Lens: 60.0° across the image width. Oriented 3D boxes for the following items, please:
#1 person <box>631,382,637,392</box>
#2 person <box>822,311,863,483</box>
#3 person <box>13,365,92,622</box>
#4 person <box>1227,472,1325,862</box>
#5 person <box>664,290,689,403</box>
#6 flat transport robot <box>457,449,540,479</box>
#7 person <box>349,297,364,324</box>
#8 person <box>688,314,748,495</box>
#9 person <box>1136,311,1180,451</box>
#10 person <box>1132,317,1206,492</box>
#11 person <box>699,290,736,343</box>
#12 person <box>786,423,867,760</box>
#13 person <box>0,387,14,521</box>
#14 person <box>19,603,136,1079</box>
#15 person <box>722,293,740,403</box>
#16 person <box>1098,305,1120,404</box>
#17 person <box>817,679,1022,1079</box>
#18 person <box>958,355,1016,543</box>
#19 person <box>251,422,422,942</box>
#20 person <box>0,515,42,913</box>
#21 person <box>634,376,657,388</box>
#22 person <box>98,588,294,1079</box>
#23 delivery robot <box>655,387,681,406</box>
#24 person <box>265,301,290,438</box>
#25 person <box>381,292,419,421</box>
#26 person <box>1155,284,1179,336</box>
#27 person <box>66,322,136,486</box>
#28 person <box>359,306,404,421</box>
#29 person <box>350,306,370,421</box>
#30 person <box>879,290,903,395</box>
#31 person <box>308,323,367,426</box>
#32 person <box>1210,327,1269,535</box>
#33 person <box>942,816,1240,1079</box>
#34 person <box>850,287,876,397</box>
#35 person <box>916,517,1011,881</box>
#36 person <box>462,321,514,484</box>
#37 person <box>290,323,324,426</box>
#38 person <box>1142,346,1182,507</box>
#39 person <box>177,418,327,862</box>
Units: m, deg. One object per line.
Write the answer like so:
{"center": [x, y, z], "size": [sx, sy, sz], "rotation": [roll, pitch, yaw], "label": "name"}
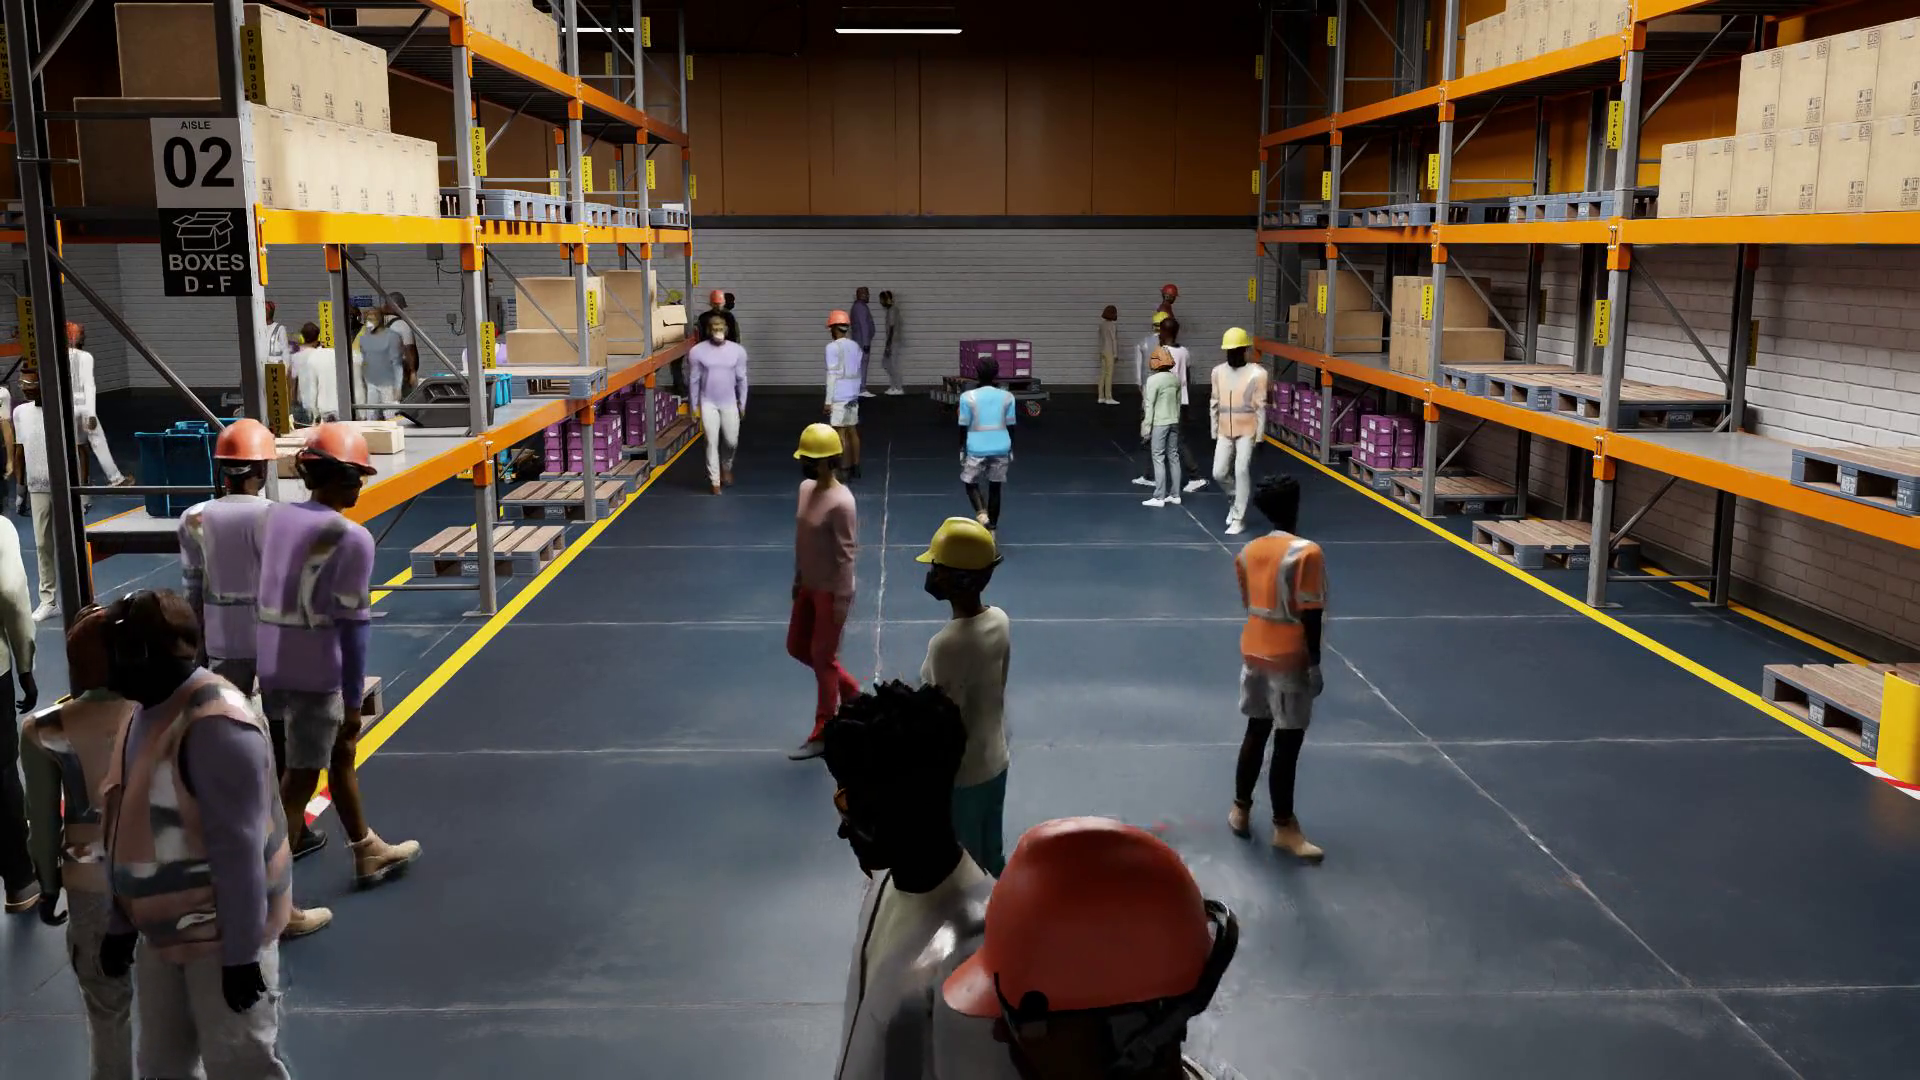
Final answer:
{"center": [-5.350, -2.834, 25.711], "size": [0.654, 1.843, 1.036], "rotation": [6, 12, 32], "label": "person"}
{"center": [-1.309, -1.599, 18.655], "size": [0.456, 1.904, 0.640], "rotation": [7, 12, 34], "label": "person"}
{"center": [-6.401, -0.339, 11.726], "size": [0.533, 1.864, 0.314], "rotation": [0, 10, 1], "label": "person"}
{"center": [1.433, 0.551, 7.329], "size": [0.318, 1.669, 0.632], "rotation": [-5, 11, -24], "label": "person"}
{"center": [-4.775, -3.237, 27.868], "size": [0.740, 1.873, 0.593], "rotation": [5, 12, 28], "label": "person"}
{"center": [-5.333, -0.894, 19.256], "size": [0.652, 0.197, 1.431], "rotation": [-1, 10, -3], "label": "flat transport robot"}
{"center": [-8.799, -2.544, 23.932], "size": [0.617, 1.898, 0.995], "rotation": [-1, 10, -3], "label": "person"}
{"center": [-2.587, -1.449, 17.771], "size": [0.632, 1.925, 0.530], "rotation": [-2, 10, -14], "label": "person"}
{"center": [2.542, -2.046, 21.420], "size": [0.583, 1.802, 0.888], "rotation": [3, 11, 14], "label": "person"}
{"center": [2.301, -1.467, 18.017], "size": [0.993, 1.879, 0.596], "rotation": [7, 13, 36], "label": "person"}
{"center": [-3.801, -2.949, 26.090], "size": [0.610, 1.934, 1.034], "rotation": [-4, 11, -21], "label": "person"}
{"center": [-0.703, 0.253, 8.724], "size": [0.523, 1.755, 0.573], "rotation": [-6, 12, -31], "label": "person"}
{"center": [-8.089, -0.672, 13.741], "size": [0.534, 1.809, 0.898], "rotation": [-5, 11, -26], "label": "person"}
{"center": [-2.447, 0.997, 4.908], "size": [0.512, 1.642, 0.311], "rotation": [-6, 12, -32], "label": "person"}
{"center": [-3.880, -3.198, 27.737], "size": [0.429, 1.837, 0.621], "rotation": [-4, 11, -19], "label": "person"}
{"center": [2.467, -3.070, 27.581], "size": [0.266, 1.631, 0.507], "rotation": [-5, 11, -24], "label": "person"}
{"center": [0.023, 1.183, 3.038], "size": [0.572, 1.939, 0.631], "rotation": [-3, 11, -17], "label": "person"}
{"center": [0.254, -0.784, 14.696], "size": [0.540, 1.681, 0.459], "rotation": [-3, 10, -14], "label": "person"}
{"center": [-2.527, 0.530, 6.632], "size": [0.622, 1.955, 1.021], "rotation": [7, 12, 33], "label": "person"}
{"center": [-3.978, 0.525, 6.576], "size": [0.608, 1.987, 0.388], "rotation": [-4, 11, -20], "label": "person"}
{"center": [-5.107, -2.907, 26.296], "size": [0.839, 1.769, 0.658], "rotation": [-9, 13, -40], "label": "person"}
{"center": [-1.979, 1.018, 4.365], "size": [0.655, 1.801, 0.440], "rotation": [10, 14, 43], "label": "person"}
{"center": [-4.405, -1.992, 24.324], "size": [0.477, 0.478, 0.707], "rotation": [6, 11, 29], "label": "delivery robot"}
{"center": [-9.329, -2.288, 22.530], "size": [0.584, 1.882, 0.347], "rotation": [5, 11, 27], "label": "person"}
{"center": [-7.354, -2.240, 21.823], "size": [0.688, 2.000, 0.536], "rotation": [5, 11, 26], "label": "person"}
{"center": [3.408, -3.217, 27.415], "size": [0.386, 1.989, 0.608], "rotation": [2, 10, 9], "label": "person"}
{"center": [-9.137, -1.343, 17.378], "size": [0.594, 1.839, 0.971], "rotation": [3, 11, 16], "label": "person"}
{"center": [-6.945, -1.863, 20.069], "size": [0.643, 1.919, 0.692], "rotation": [3, 11, 18], "label": "person"}
{"center": [-7.987, -2.174, 22.014], "size": [0.636, 1.842, 0.429], "rotation": [0, 10, 0], "label": "person"}
{"center": [-1.203, -3.446, 29.108], "size": [0.492, 1.834, 0.608], "rotation": [-1, 10, -4], "label": "person"}
{"center": [-6.389, -1.310, 17.035], "size": [0.648, 1.909, 0.783], "rotation": [2, 10, 12], "label": "person"}
{"center": [2.563, -1.004, 15.323], "size": [0.585, 1.912, 0.474], "rotation": [8, 13, 36], "label": "person"}
{"center": [0.227, 1.321, 2.050], "size": [0.501, 2.017, 0.681], "rotation": [-1, 10, -8], "label": "person"}
{"center": [-1.675, -3.429, 28.827], "size": [0.409, 1.905, 0.651], "rotation": [-3, 11, -18], "label": "person"}
{"center": [0.009, 0.796, 5.666], "size": [0.296, 1.772, 0.533], "rotation": [4, 11, 23], "label": "person"}
{"center": [-5.196, -1.524, 18.410], "size": [0.561, 1.836, 0.378], "rotation": [-4, 11, -19], "label": "person"}
{"center": [-6.875, -1.425, 17.930], "size": [0.530, 1.807, 1.020], "rotation": [3, 11, 18], "label": "person"}
{"center": [2.066, -1.156, 16.952], "size": [0.497, 1.626, 0.288], "rotation": [-9, 14, -42], "label": "person"}
{"center": [-3.043, 0.441, 7.185], "size": [0.551, 1.935, 0.364], "rotation": [-1, 10, -3], "label": "person"}
